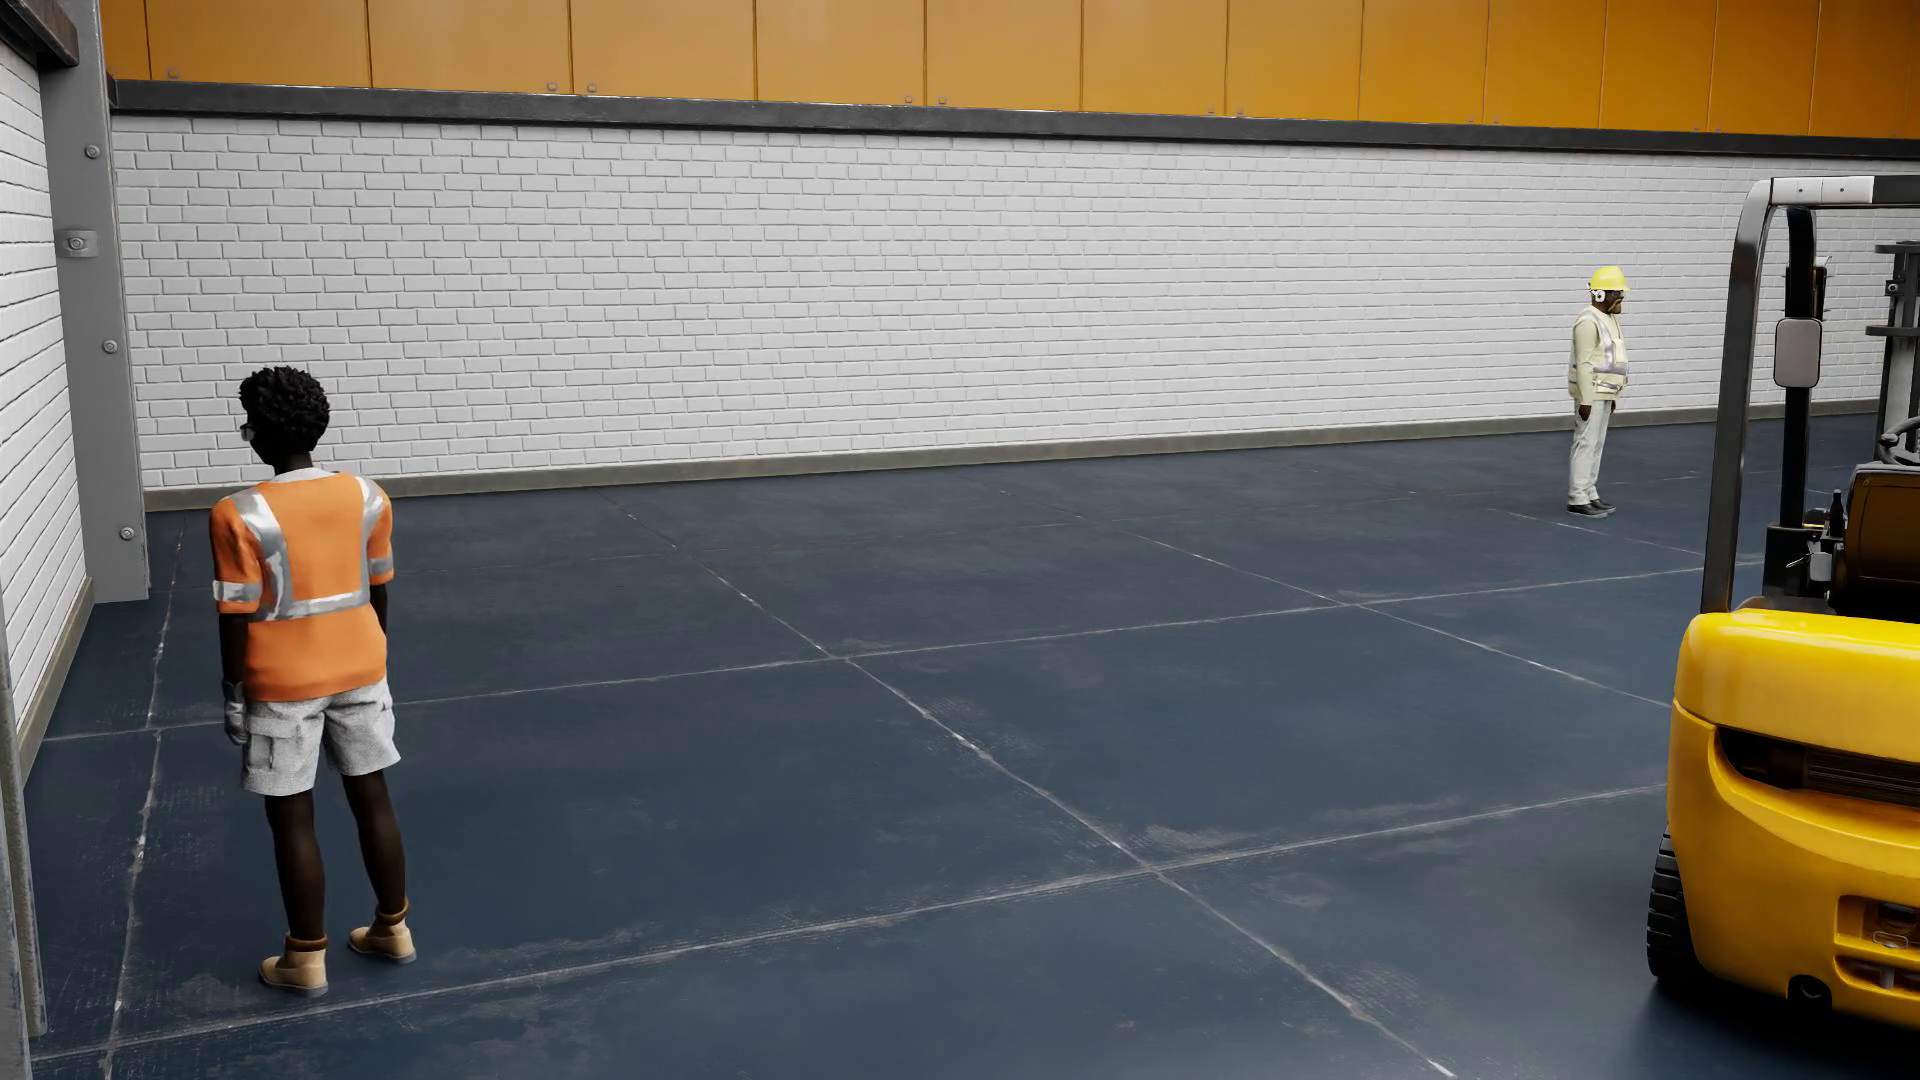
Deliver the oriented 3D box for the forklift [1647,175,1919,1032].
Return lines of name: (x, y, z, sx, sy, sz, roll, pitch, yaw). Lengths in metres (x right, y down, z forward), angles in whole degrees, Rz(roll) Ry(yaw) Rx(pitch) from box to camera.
forklift: (2.810, 0.094, 4.662, 1.214, 2.155, 2.313, 7, 12, 34)

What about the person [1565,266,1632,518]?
person: (4.649, -1.074, 12.131, 0.403, 1.826, 0.591, 7, 13, 35)

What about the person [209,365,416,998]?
person: (-1.753, 0.378, 4.493, 0.320, 1.695, 0.533, 8, 13, 36)
